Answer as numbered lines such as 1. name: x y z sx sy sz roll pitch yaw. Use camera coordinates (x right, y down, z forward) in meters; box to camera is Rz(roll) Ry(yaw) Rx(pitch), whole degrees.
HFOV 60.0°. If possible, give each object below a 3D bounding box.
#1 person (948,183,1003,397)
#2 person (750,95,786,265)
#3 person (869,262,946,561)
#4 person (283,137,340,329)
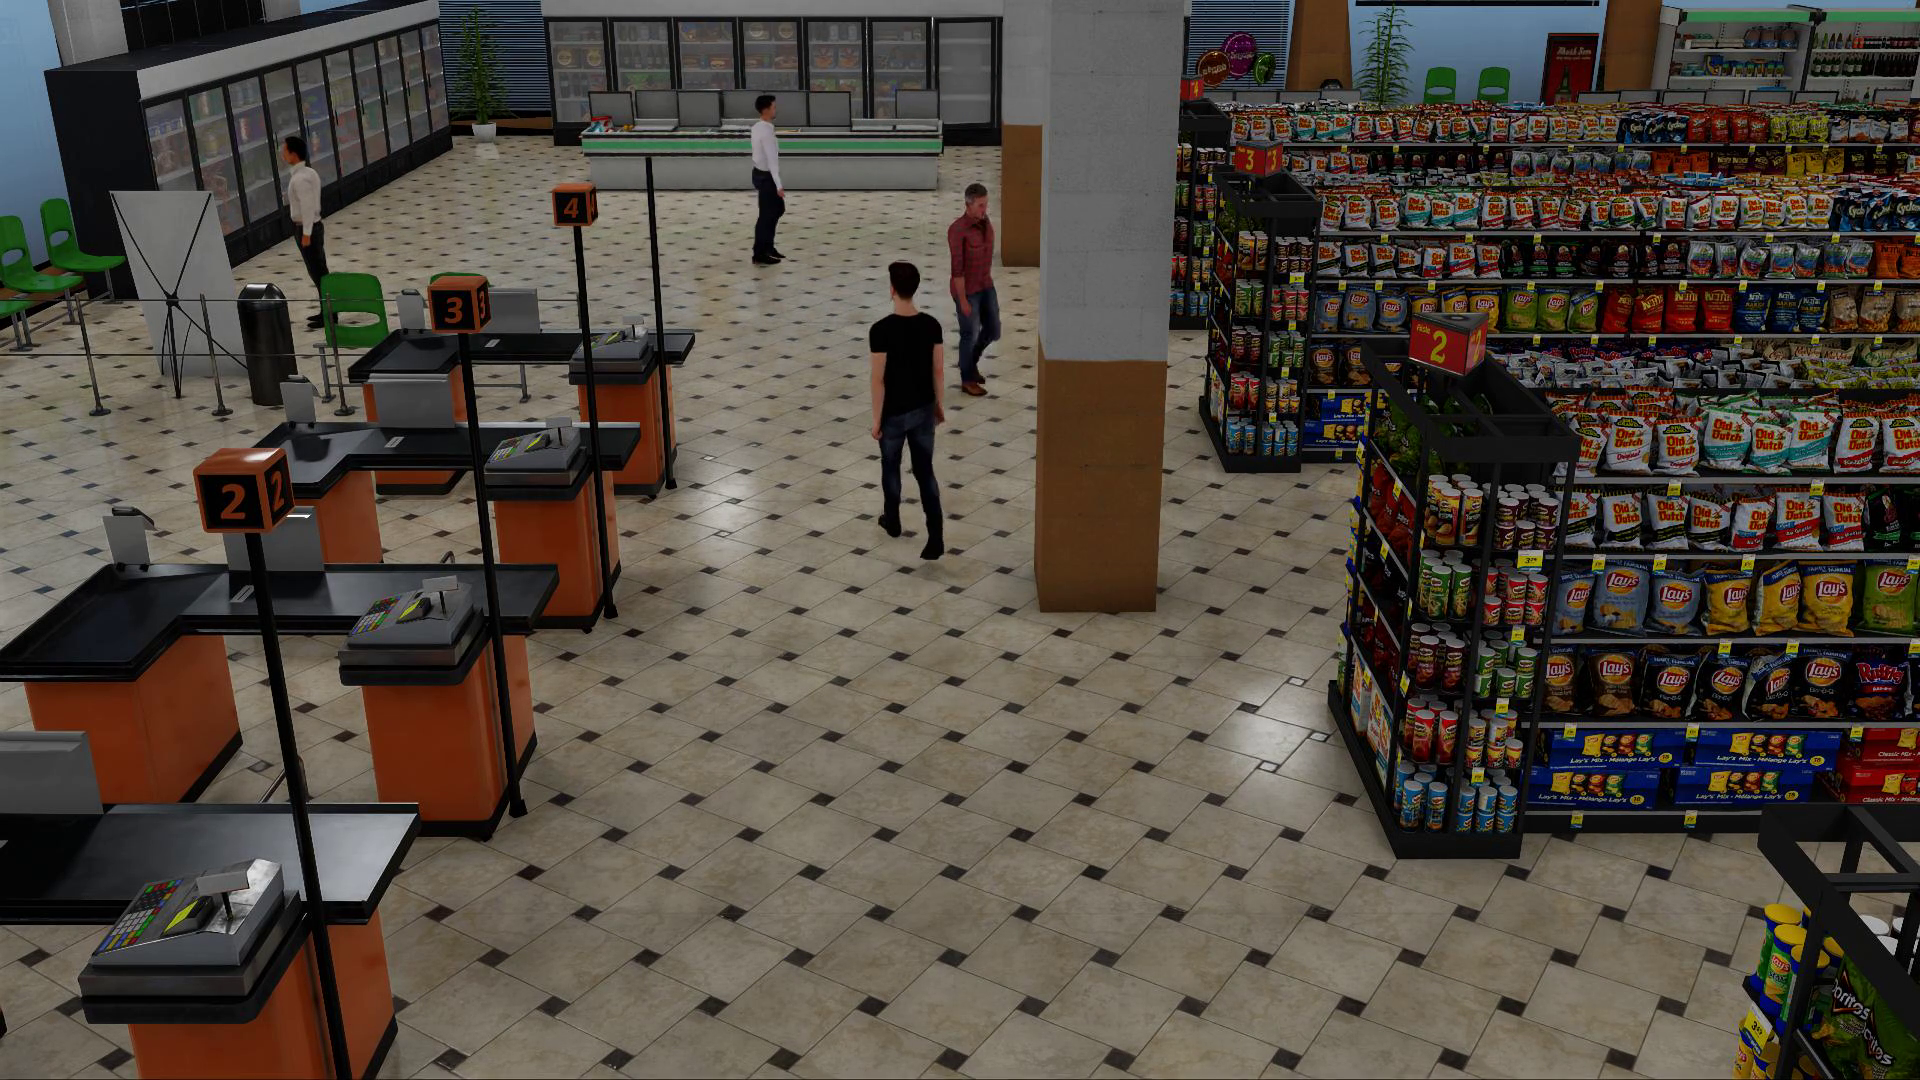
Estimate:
1. person: 0.034 -2.082 13.809 0.965 1.799 0.910 14 26 31
2. person: -2.252 -3.984 18.471 0.775 1.851 0.738 -8 23 -19
3. person: -0.294 -0.767 10.448 1.254 1.864 1.029 -8 23 -19
4. person: -6.228 -2.949 15.954 0.635 1.809 0.716 -6 23 -15
